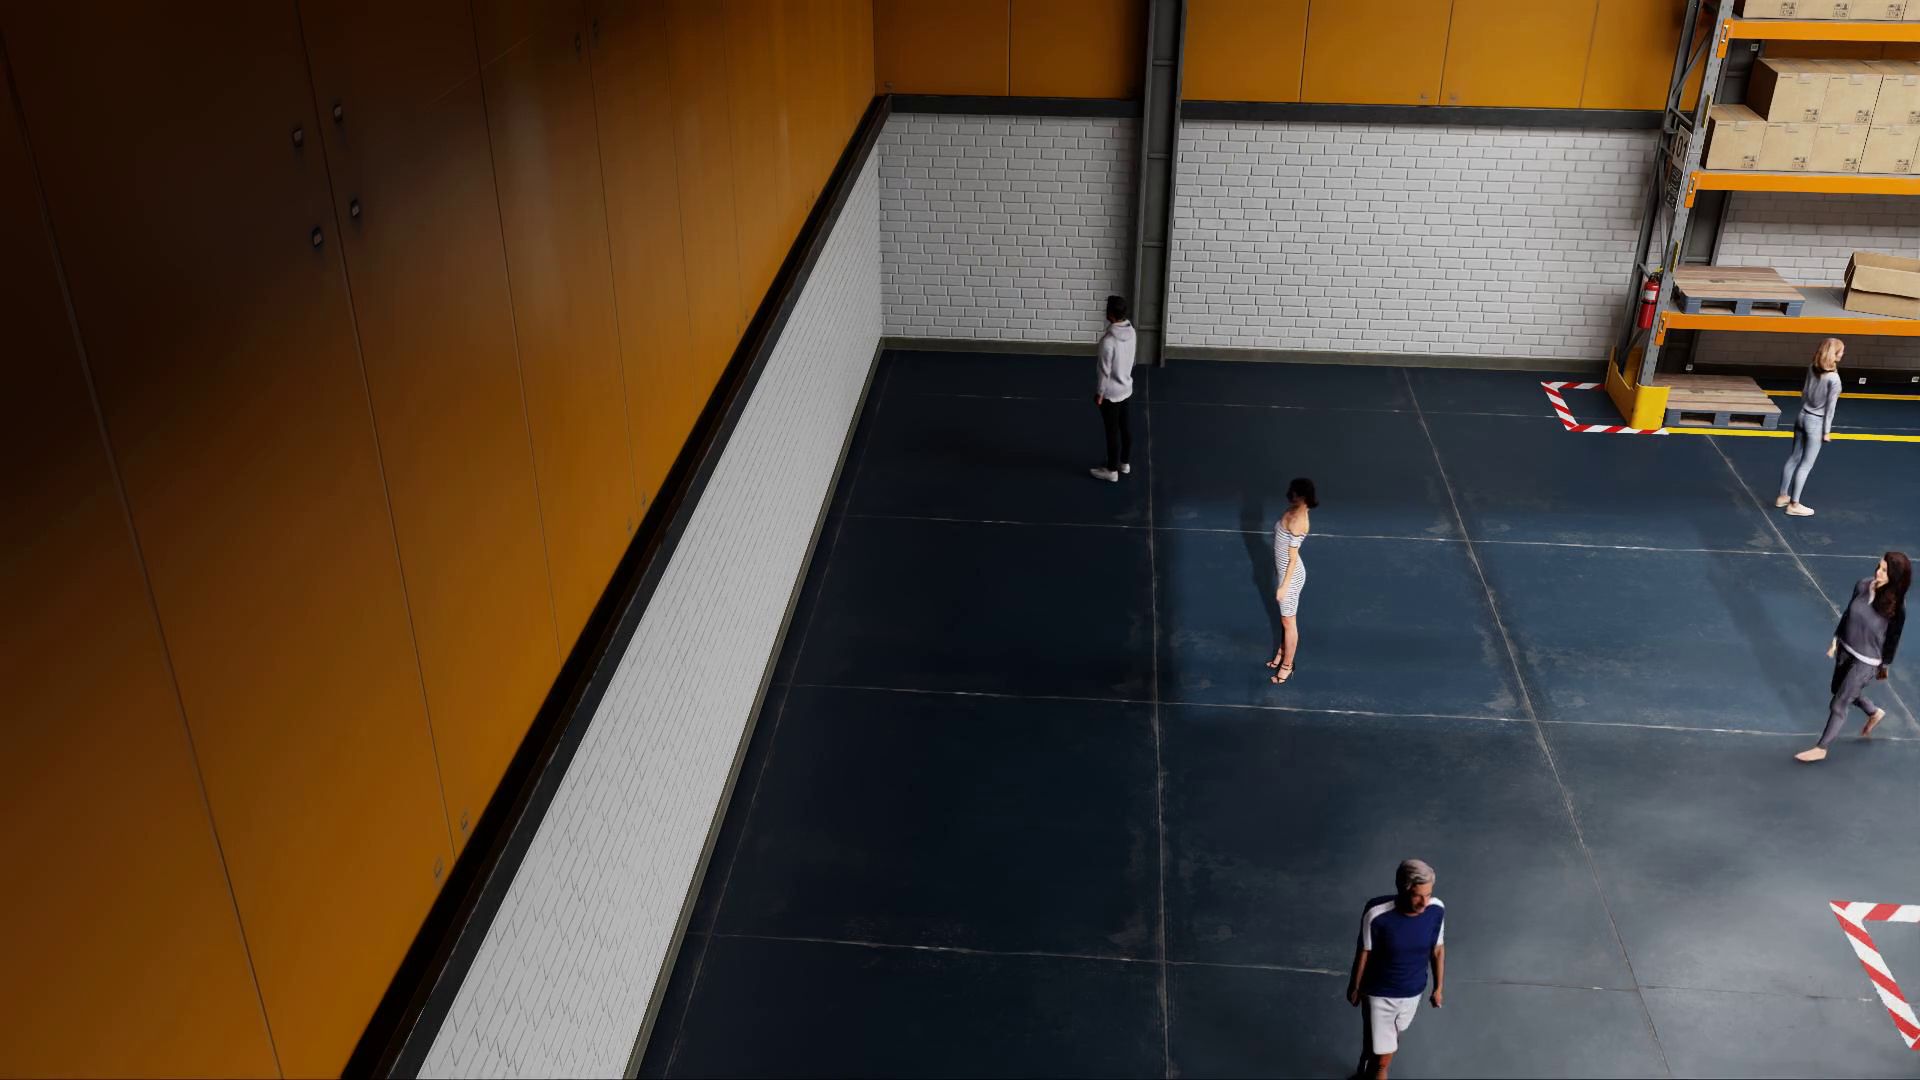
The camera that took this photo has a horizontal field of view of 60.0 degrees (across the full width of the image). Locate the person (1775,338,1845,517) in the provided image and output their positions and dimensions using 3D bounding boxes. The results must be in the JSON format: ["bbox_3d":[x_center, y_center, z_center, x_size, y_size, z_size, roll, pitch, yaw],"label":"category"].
[{"bbox_3d":[8.182,-1.098,15.978,0.585,1.796,0.633,-4,29,-7],"label":"person"}]

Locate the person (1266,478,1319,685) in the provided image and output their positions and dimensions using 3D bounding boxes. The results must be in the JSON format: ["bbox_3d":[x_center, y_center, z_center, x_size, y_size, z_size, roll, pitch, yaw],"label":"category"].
[{"bbox_3d":[2.655,0.311,13.369,0.523,1.822,0.584,2,29,3],"label":"person"}]

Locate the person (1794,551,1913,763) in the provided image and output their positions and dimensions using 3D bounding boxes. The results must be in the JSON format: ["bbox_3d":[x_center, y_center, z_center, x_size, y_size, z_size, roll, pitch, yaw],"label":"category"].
[{"bbox_3d":[6.804,0.852,12.458,1.147,1.743,0.861,-8,30,-14],"label":"person"}]

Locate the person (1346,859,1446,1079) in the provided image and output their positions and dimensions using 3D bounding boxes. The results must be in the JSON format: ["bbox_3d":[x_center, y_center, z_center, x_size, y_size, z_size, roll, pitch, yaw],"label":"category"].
[{"bbox_3d":[2.405,2.467,9.425,0.910,1.813,0.889,-8,30,-14],"label":"person"}]

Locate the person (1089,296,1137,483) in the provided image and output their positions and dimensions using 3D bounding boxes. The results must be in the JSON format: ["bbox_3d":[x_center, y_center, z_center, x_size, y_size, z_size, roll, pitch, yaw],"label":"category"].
[{"bbox_3d":[1.564,-1.521,16.616,0.777,1.929,0.766,20,35,32],"label":"person"}]
